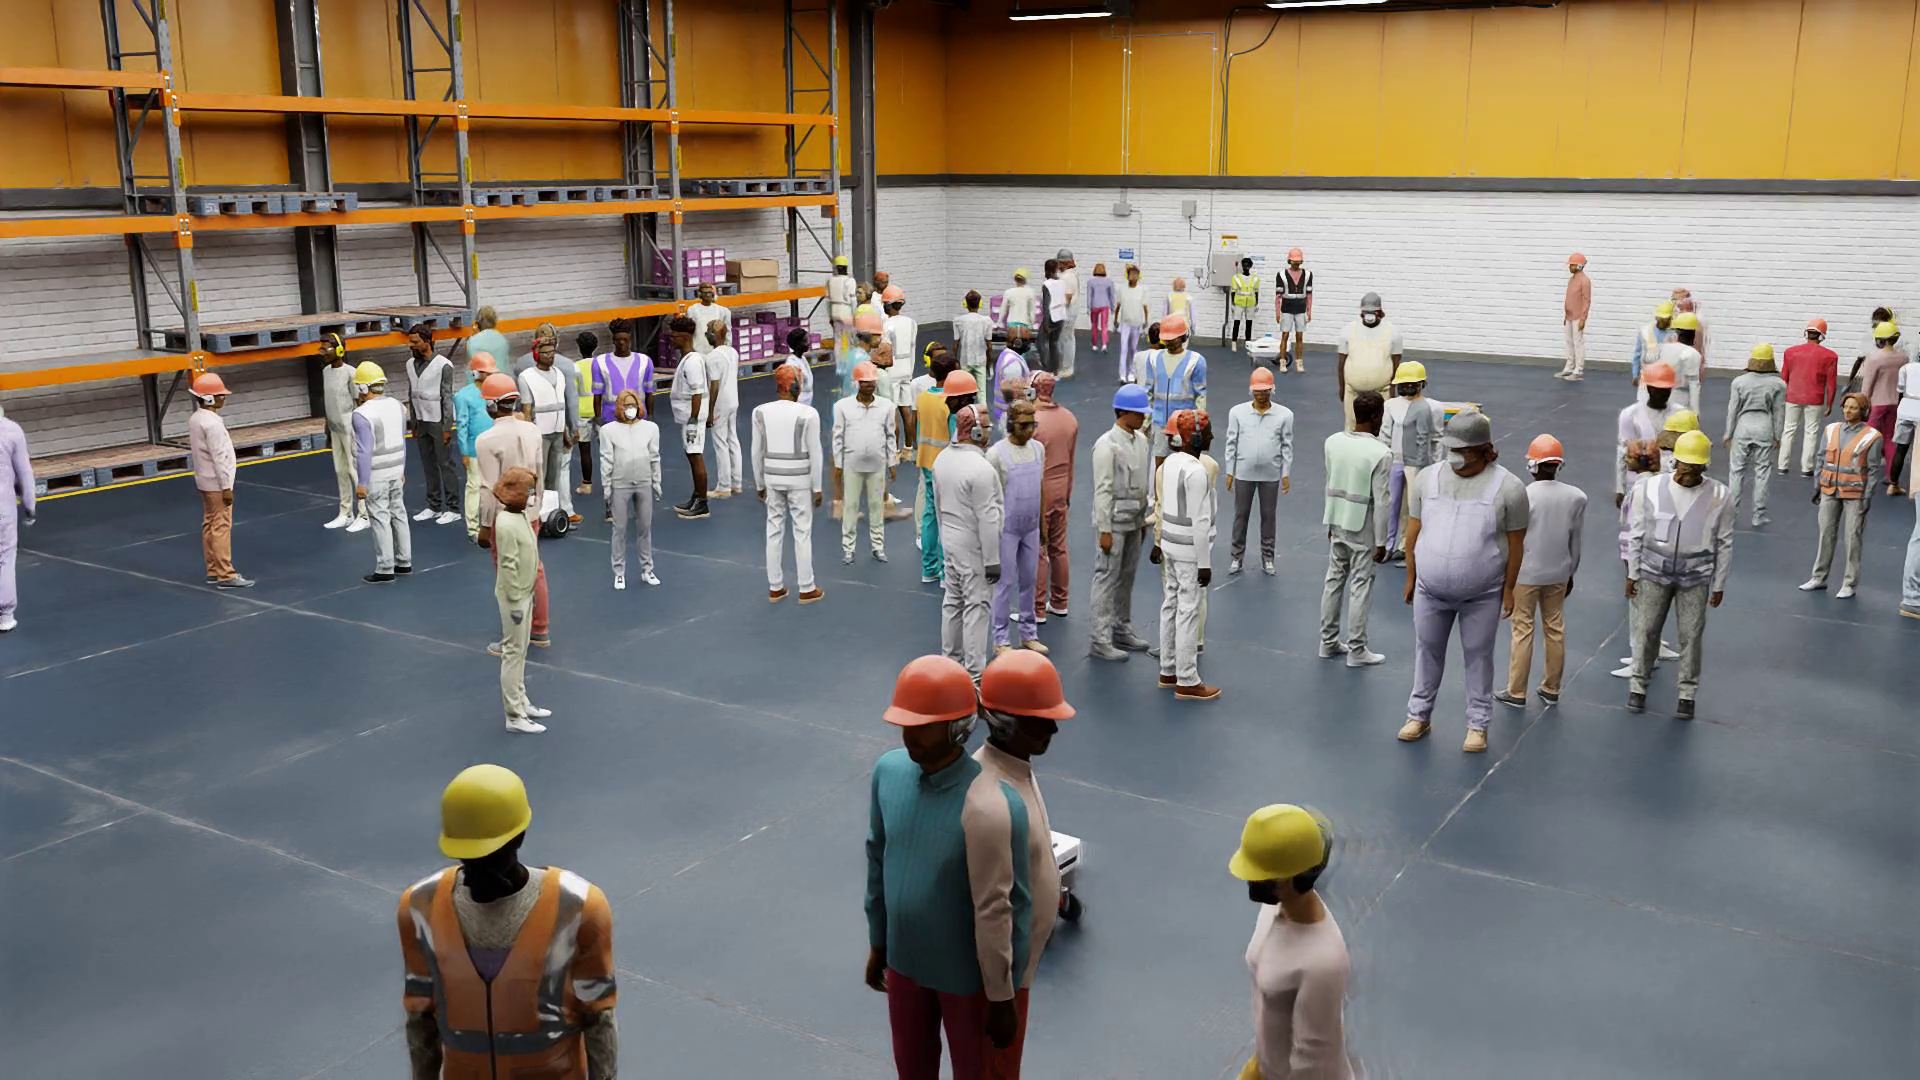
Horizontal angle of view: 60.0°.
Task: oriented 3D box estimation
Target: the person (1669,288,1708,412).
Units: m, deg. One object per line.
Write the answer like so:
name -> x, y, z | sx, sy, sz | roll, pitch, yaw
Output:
person -> 8.834, -2.169, 20.566 | 0.470, 1.888, 0.649 | -9, 16, -34

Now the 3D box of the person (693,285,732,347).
person -> -3.433, -2.661, 22.975 | 0.573, 1.749, 0.332 | 0, 13, 0

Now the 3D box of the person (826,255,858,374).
person -> -1.869, -3.603, 26.709 | 0.615, 1.913, 0.412 | 8, 15, 32

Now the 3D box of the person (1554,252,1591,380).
person -> 9.646, -3.507, 26.117 | 0.396, 1.992, 0.623 | -1, 13, -5

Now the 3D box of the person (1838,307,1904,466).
person -> 10.154, -1.683, 18.593 | 0.994, 1.817, 0.524 | -4, 14, -17

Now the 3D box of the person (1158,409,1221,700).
person -> 1.481, 0.091, 10.758 | 0.356, 1.883, 0.572 | -4, 13, -15

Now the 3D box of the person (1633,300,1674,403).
person -> 8.339, -1.973, 19.870 | 0.590, 1.804, 0.435 | 7, 15, 28

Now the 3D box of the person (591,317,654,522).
person -> -3.223, -1.158, 15.990 | 0.608, 1.966, 0.371 | -5, 14, -19

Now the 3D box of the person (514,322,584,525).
person -> -3.886, -1.085, 15.736 | 0.631, 1.938, 0.362 | 4, 14, 17

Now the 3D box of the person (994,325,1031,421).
person -> 0.555, -1.217, 16.542 | 0.430, 1.838, 0.622 | -1, 13, -3

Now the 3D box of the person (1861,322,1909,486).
person -> 9.769, -1.430, 17.647 | 0.536, 1.761, 0.343 | -3, 13, -13

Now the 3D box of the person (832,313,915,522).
person -> -0.832, -1.162, 15.917 | 0.919, 2.000, 0.624 | -3, 13, -11

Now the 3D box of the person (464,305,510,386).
person -> -5.058, -1.562, 17.906 | 0.609, 1.901, 0.687 | 4, 14, 17

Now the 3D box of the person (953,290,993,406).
person -> 0.159, -2.143, 20.513 | 0.509, 1.859, 0.326 | 1, 13, 2

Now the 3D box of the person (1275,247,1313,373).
person -> 5.403, -3.710, 26.928 | 0.602, 2.036, 0.395 | 0, 13, -1

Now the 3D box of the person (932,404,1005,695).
person -> 0.090, 0.068, 10.805 | 0.406, 1.909, 0.639 | -7, 15, -29

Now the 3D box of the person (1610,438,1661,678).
person -> 4.584, 0.120, 11.208 | 0.322, 1.628, 0.527 | 8, 15, 30

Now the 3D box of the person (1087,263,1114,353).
person -> 2.524, -4.170, 29.892 | 0.502, 1.600, 0.857 | 0, 13, 0

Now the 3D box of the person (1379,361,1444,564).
person -> 3.841, -0.647, 14.216 | 0.533, 1.767, 0.321 | 5, 14, 22

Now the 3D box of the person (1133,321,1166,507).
person -> 1.937, -1.256, 16.667 | 0.338, 1.858, 0.524 | -12, 18, -43

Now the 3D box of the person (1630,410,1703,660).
person -> 4.962, -0.045, 11.658 | 0.318, 1.741, 0.493 | 2, 13, 8

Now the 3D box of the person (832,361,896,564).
person -> -0.818, -0.668, 14.324 | 0.560, 1.756, 0.317 | -3, 13, -12

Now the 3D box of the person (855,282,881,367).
person -> -1.231, -2.493, 22.061 | 0.335, 1.842, 0.522 | -9, 16, -34

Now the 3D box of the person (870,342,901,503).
person -> -0.785, -1.190, 16.857 | 0.280, 1.634, 0.498 | -4, 14, -16

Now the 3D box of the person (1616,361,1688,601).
person -> 5.402, -0.458, 13.058 | 0.553, 1.923, 0.532 | 1, 13, 5

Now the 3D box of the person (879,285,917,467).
person -> -0.752, -1.853, 18.836 | 0.378, 2.045, 0.605 | 10, 16, 37

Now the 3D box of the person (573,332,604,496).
person -> -3.824, -1.306, 17.225 | 0.540, 1.695, 0.317 | -9, 16, -35

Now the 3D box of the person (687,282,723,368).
person -> -3.355, -2.500, 22.077 | 0.504, 1.847, 0.345 | -8, 15, -30

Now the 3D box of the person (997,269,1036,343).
person -> 0.909, -3.432, 26.370 | 0.604, 1.716, 0.628 | -2, 13, -9

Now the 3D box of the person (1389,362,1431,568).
person -> 3.828, -0.645, 14.239 | 0.342, 1.756, 0.532 | -3, 13, -12

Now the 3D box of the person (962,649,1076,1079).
person -> 0.155, 1.304, 5.255 | 0.396, 1.990, 0.622 | 1, 13, 5

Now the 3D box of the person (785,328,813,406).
person -> -1.716, -1.399, 17.619 | 0.320, 1.698, 0.537 | 2, 13, 7

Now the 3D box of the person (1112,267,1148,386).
person -> 2.629, -3.292, 25.606 | 0.550, 1.804, 0.985 | 1, 13, 3

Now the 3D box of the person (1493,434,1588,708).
person -> 3.666, 0.198, 10.575 | 0.561, 1.752, 0.326 | -3, 13, -13

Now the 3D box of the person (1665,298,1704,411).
person -> 8.228, -1.818, 19.061 | 0.656, 1.878, 0.472 | -12, 18, -42

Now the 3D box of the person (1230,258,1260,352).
person -> 5.111, -4.217, 29.842 | 0.536, 1.699, 0.321 | -1, 13, -3

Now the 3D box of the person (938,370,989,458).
person -> 0.029, -0.296, 12.341 | 0.380, 1.929, 0.542 | -2, 13, -7

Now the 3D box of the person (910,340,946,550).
person -> -0.208, -0.840, 14.812 | 0.530, 1.876, 0.323 | -10, 16, -36

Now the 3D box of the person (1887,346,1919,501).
person -> 9.784, -1.238, 16.958 | 0.319, 1.686, 0.539 | -6, 14, -25
